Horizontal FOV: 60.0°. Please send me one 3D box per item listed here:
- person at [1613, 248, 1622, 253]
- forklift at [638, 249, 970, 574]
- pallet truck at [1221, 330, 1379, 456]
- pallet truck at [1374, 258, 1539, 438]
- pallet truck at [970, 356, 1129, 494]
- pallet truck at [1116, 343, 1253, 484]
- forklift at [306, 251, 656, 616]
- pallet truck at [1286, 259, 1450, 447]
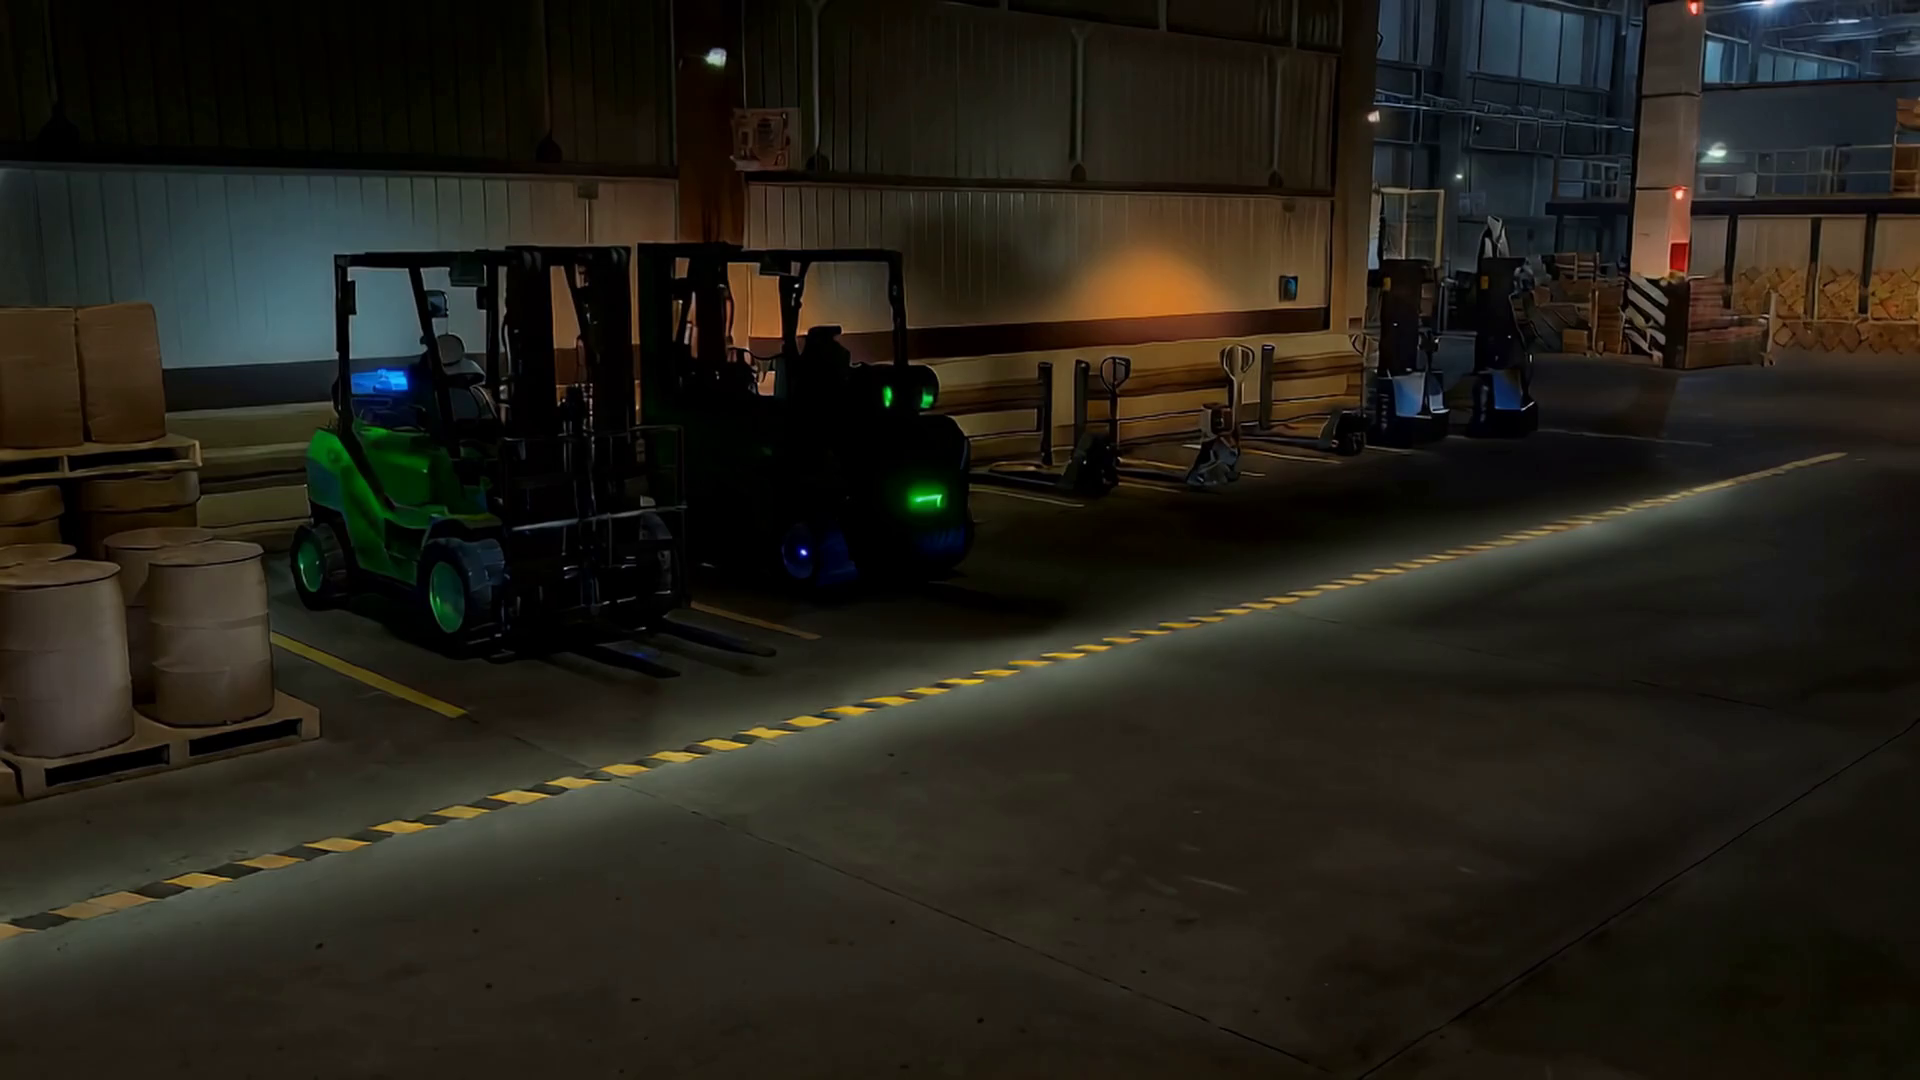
[{"bbox_3d":[18.057,-7.080,45.778,0.586,1.882,0.340,-10,14,-43],"label":"person"},{"bbox_3d":[-1.173,-0.958,11.239,2.680,1.987,1.157,10,14,43],"label":"forklift"},{"bbox_3d":[3.563,-1.581,17.381,0.653,1.274,1.630,-10,14,-44],"label":"pallet truck"},{"bbox_3d":[5.704,-2.208,18.901,1.885,1.965,0.823,10,14,43],"label":"pallet truck"},{"bbox_3d":[0.784,-1.085,14.876,0.680,1.201,1.601,-10,14,-44],"label":"pallet truck"},{"bbox_3d":[1.962,-1.215,15.415,1.522,1.261,0.704,10,14,43],"label":"pallet truck"},{"bbox_3d":[-2.833,-0.669,9.694,1.157,1.987,2.680,-10,14,-44],"label":"forklift"},{"bbox_3d":[4.493,-2.078,18.196,0.823,1.965,1.885,-9,14,-40],"label":"pallet truck"}]
